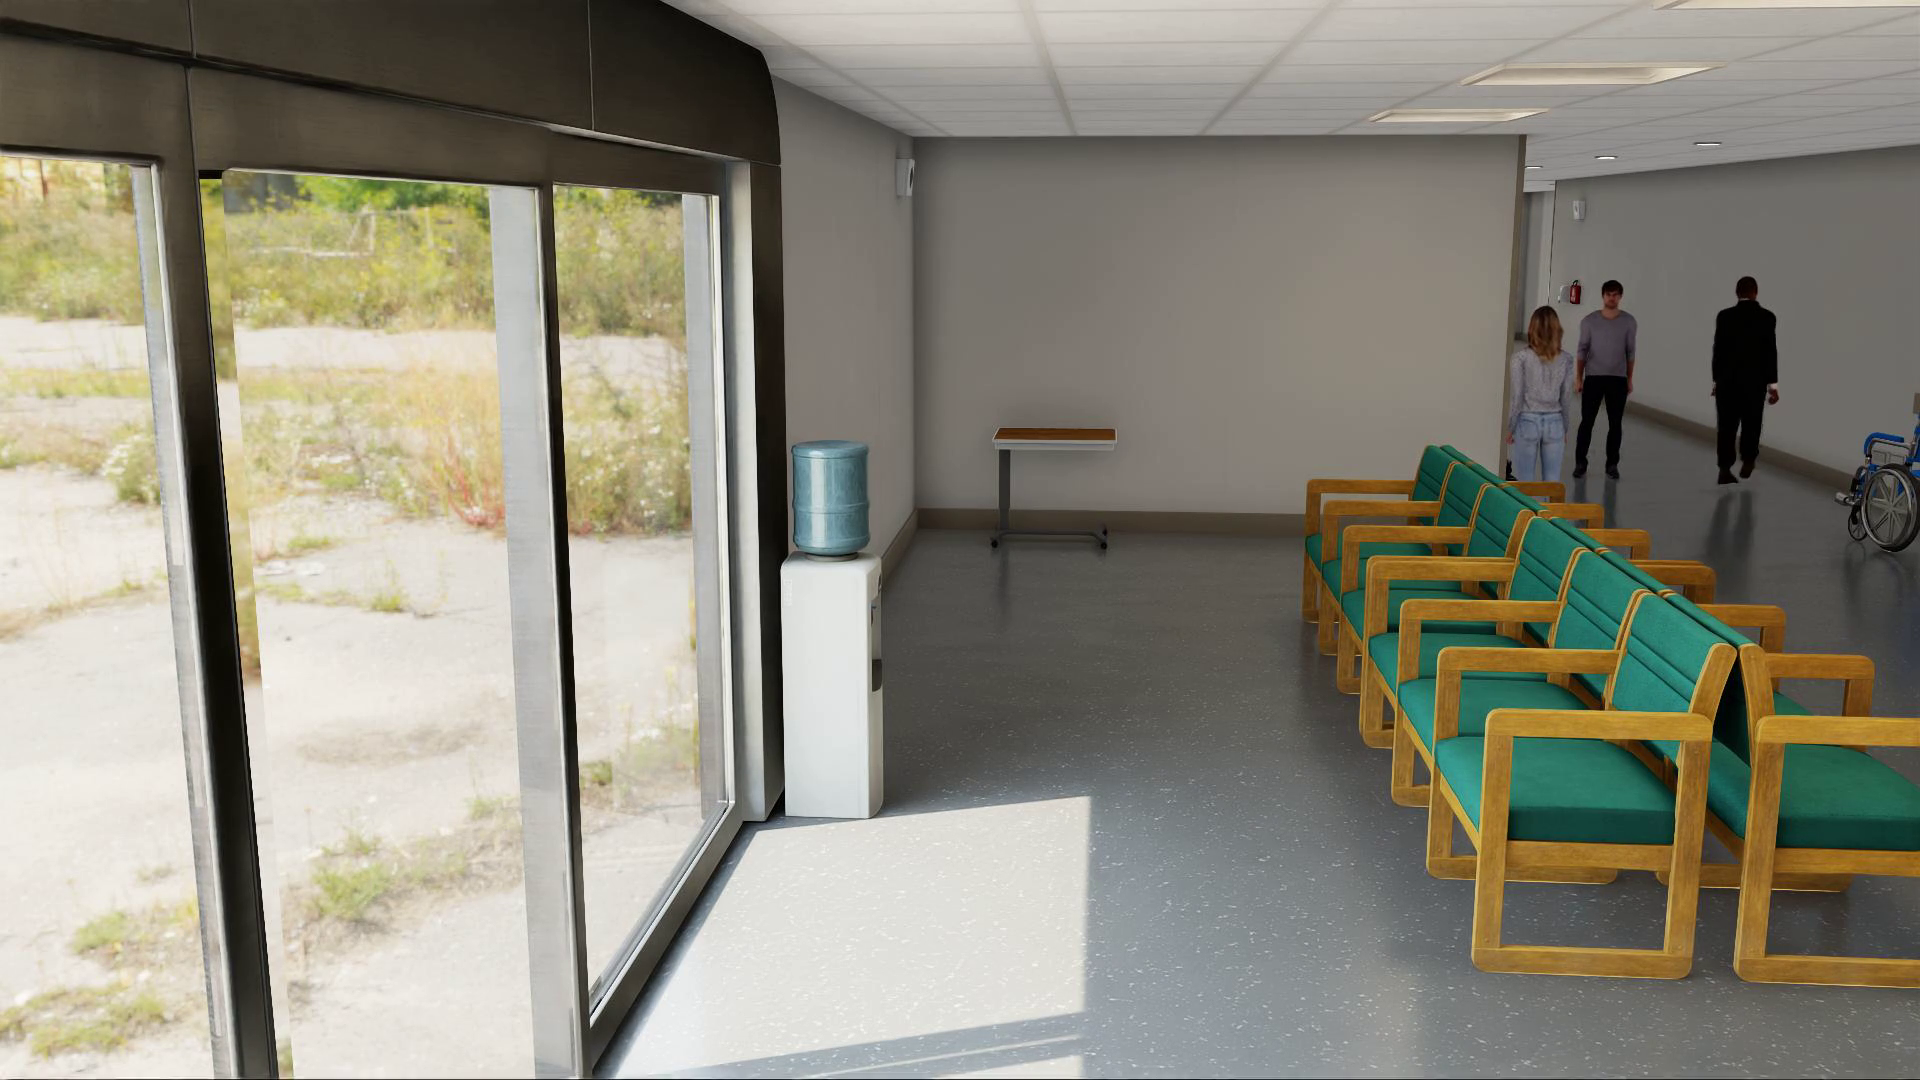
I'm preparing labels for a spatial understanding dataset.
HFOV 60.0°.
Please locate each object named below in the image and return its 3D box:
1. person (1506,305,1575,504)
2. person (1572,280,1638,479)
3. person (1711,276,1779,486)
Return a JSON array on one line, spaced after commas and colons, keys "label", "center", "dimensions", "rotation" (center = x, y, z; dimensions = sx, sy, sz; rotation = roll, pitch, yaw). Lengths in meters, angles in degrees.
[{"label": "person", "center": [4.068, -0.748, 11.688], "dimensions": [0.442, 1.795, 0.651], "rotation": [0, 11, 2]}, {"label": "person", "center": [6.043, -1.509, 15.570], "dimensions": [0.531, 1.842, 0.762], "rotation": [3, 11, 16]}, {"label": "person", "center": [6.950, -1.371, 14.843], "dimensions": [1.346, 1.842, 1.216], "rotation": [8, 13, 35]}]
